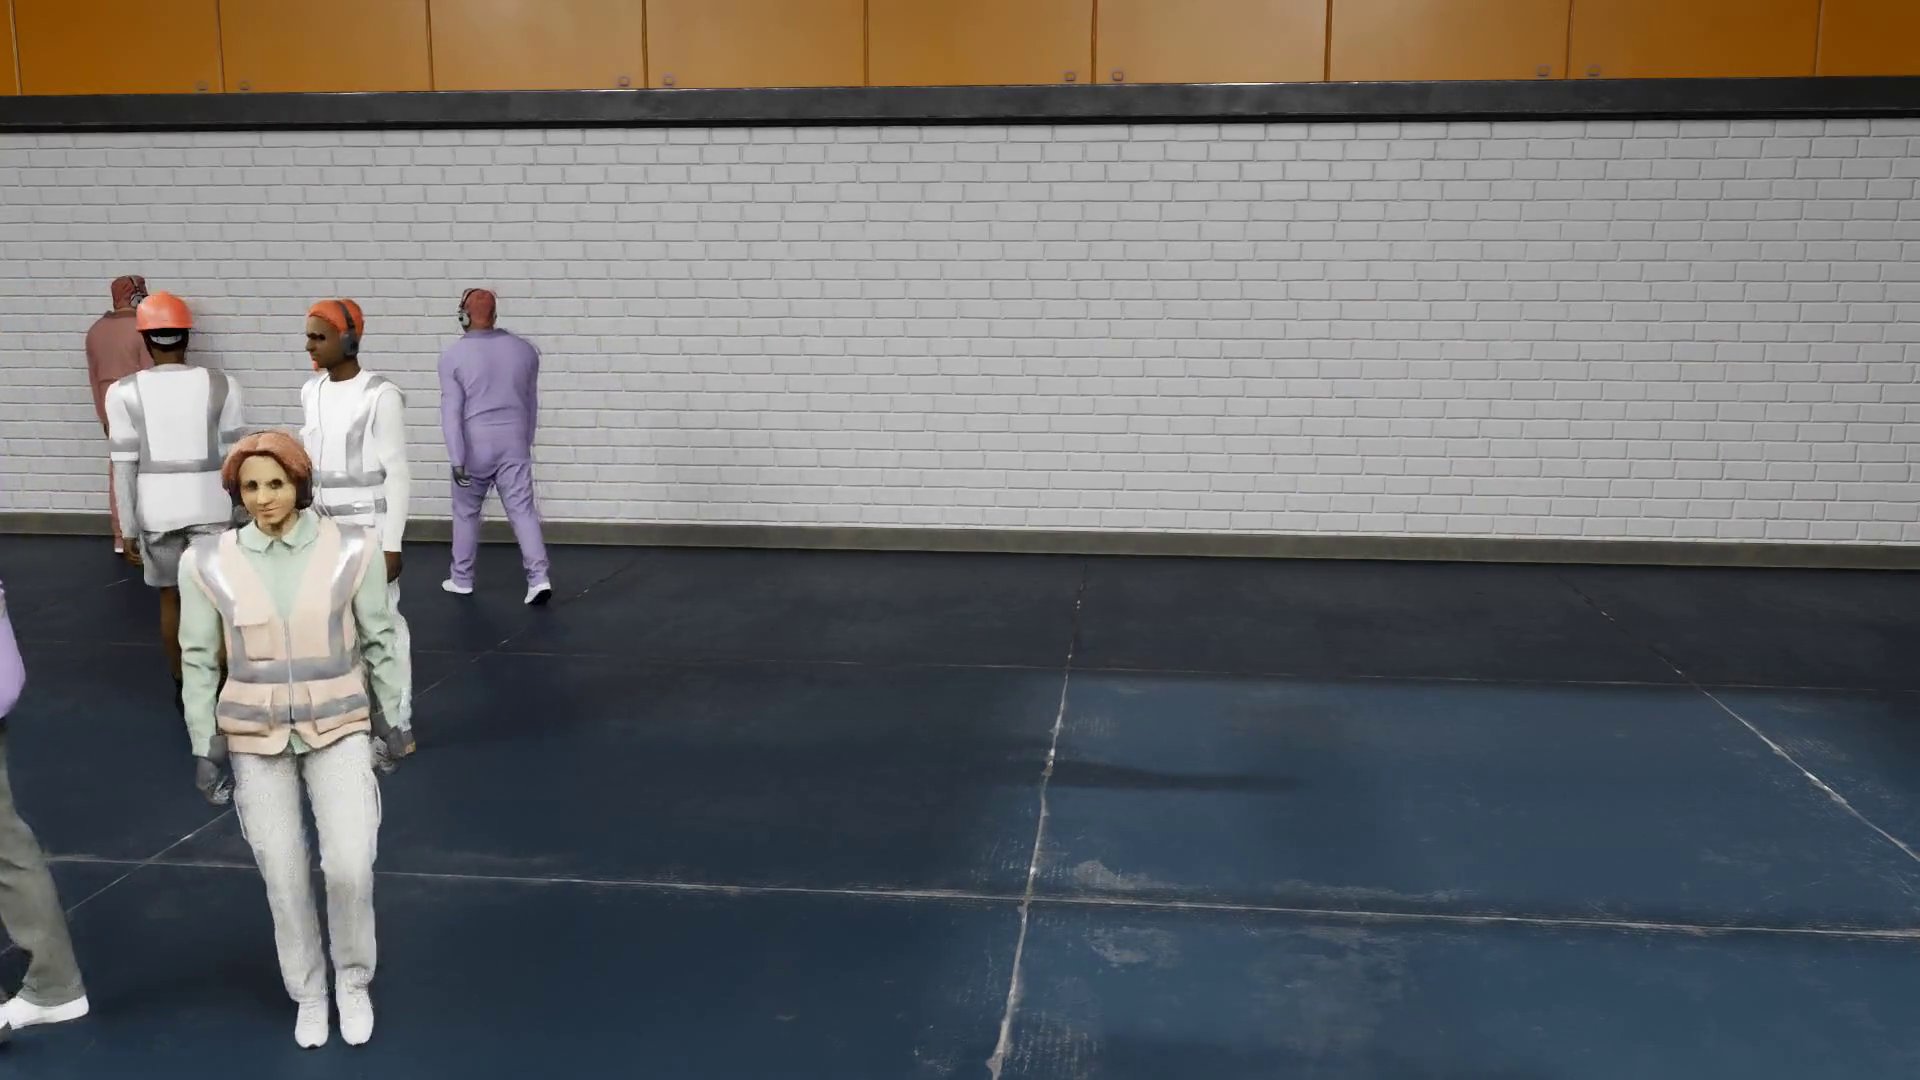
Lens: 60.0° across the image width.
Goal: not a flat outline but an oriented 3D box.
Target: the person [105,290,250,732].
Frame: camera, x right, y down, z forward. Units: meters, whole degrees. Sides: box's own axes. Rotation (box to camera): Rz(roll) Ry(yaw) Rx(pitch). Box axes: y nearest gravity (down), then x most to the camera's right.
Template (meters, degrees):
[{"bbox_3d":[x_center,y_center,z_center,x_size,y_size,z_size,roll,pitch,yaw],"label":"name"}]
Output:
[{"bbox_3d":[-3.360,-0.121,7.200,0.547,1.910,0.880,-5,11,-25],"label":"person"}]

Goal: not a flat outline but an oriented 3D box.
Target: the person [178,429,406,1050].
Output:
[{"bbox_3d":[-1.692,0.532,4.247,0.524,1.619,0.442,-3,10,-18],"label":"person"}]

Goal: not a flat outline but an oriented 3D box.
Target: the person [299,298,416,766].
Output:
[{"bbox_3d":[-2.447,-0.031,6.739,0.583,1.882,0.339,6,12,32],"label":"person"}]

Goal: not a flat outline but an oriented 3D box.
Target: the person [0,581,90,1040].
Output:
[{"bbox_3d":[-2.606,0.406,4.236,0.581,1.886,0.611,-4,11,-24],"label":"person"}]

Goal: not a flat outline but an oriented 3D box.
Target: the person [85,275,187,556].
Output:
[{"bbox_3d":[-5.554,-0.830,11.255,0.651,1.904,0.403,5,11,25],"label":"person"}]

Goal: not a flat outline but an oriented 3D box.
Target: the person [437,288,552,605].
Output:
[{"bbox_3d":[-2.741,-0.547,9.777,0.642,1.862,0.992,-8,13,-38],"label":"person"}]
